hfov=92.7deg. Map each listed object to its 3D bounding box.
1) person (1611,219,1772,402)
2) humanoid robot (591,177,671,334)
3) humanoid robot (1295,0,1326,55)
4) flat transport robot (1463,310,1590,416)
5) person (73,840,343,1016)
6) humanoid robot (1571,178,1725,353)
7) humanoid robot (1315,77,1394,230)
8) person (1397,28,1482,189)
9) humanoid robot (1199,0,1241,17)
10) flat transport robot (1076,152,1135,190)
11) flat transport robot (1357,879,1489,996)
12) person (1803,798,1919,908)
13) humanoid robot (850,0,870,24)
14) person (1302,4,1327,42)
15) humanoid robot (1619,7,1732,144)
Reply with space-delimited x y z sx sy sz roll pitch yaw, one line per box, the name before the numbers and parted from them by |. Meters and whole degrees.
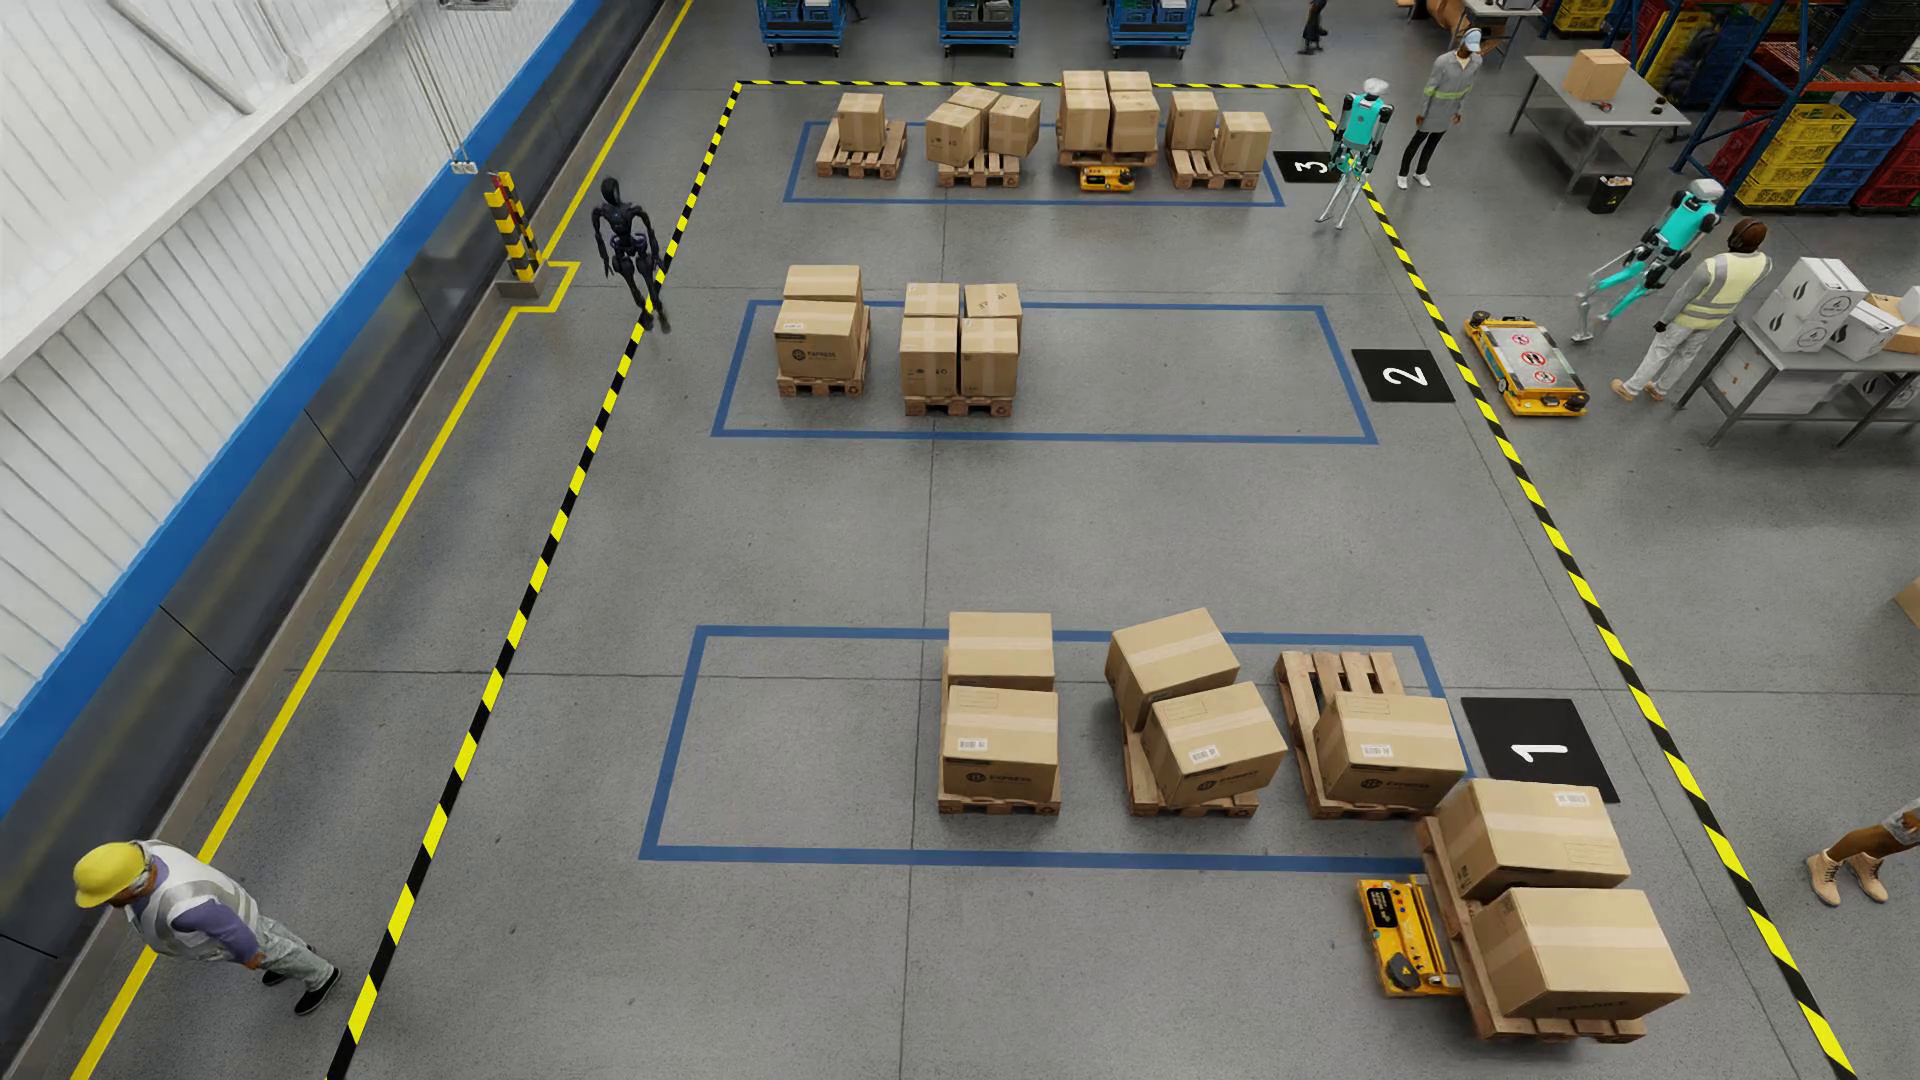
person | 6.593 -2.014 8.243 0.622 1.837 0.429 -3 49 -3
humanoid robot | -3.228 -2.781 9.009 0.609 1.644 0.374 -6 49 -5
humanoid robot | 5.421 -8.132 13.661 0.442 1.656 0.611 11 50 10
flat transport robot | 5.573 -1.757 9.054 0.659 0.231 1.431 1 49 1
person | -3.867 2.008 4.761 0.599 1.829 0.404 26 54 21
humanoid robot | 6.427 -2.537 8.841 0.823 1.879 0.536 -5 49 -4
humanoid robot | 4.465 -4.336 10.227 0.533 1.676 0.735 34 57 26
person | 5.733 -5.109 10.911 0.587 1.848 0.396 -7 49 -6
humanoid robot | 4.329 -9.316 14.701 0.789 1.628 0.589 -12 50 -11
flat transport robot | 1.845 -4.954 11.803 0.652 0.197 1.431 1 49 1
flat transport robot | 3.204 2.358 5.474 1.431 0.197 0.652 1 49 1
person | 5.607 1.498 5.065 0.604 2.044 0.371 -1 49 -1
humanoid robot | -1.855 -8.940 14.361 0.768 1.623 0.610 9 50 8
person | 5.685 -8.687 13.951 0.375 1.932 0.550 32 56 24
humanoid robot | 9.342 -5.969 11.796 0.790 1.627 0.588 10 50 8
